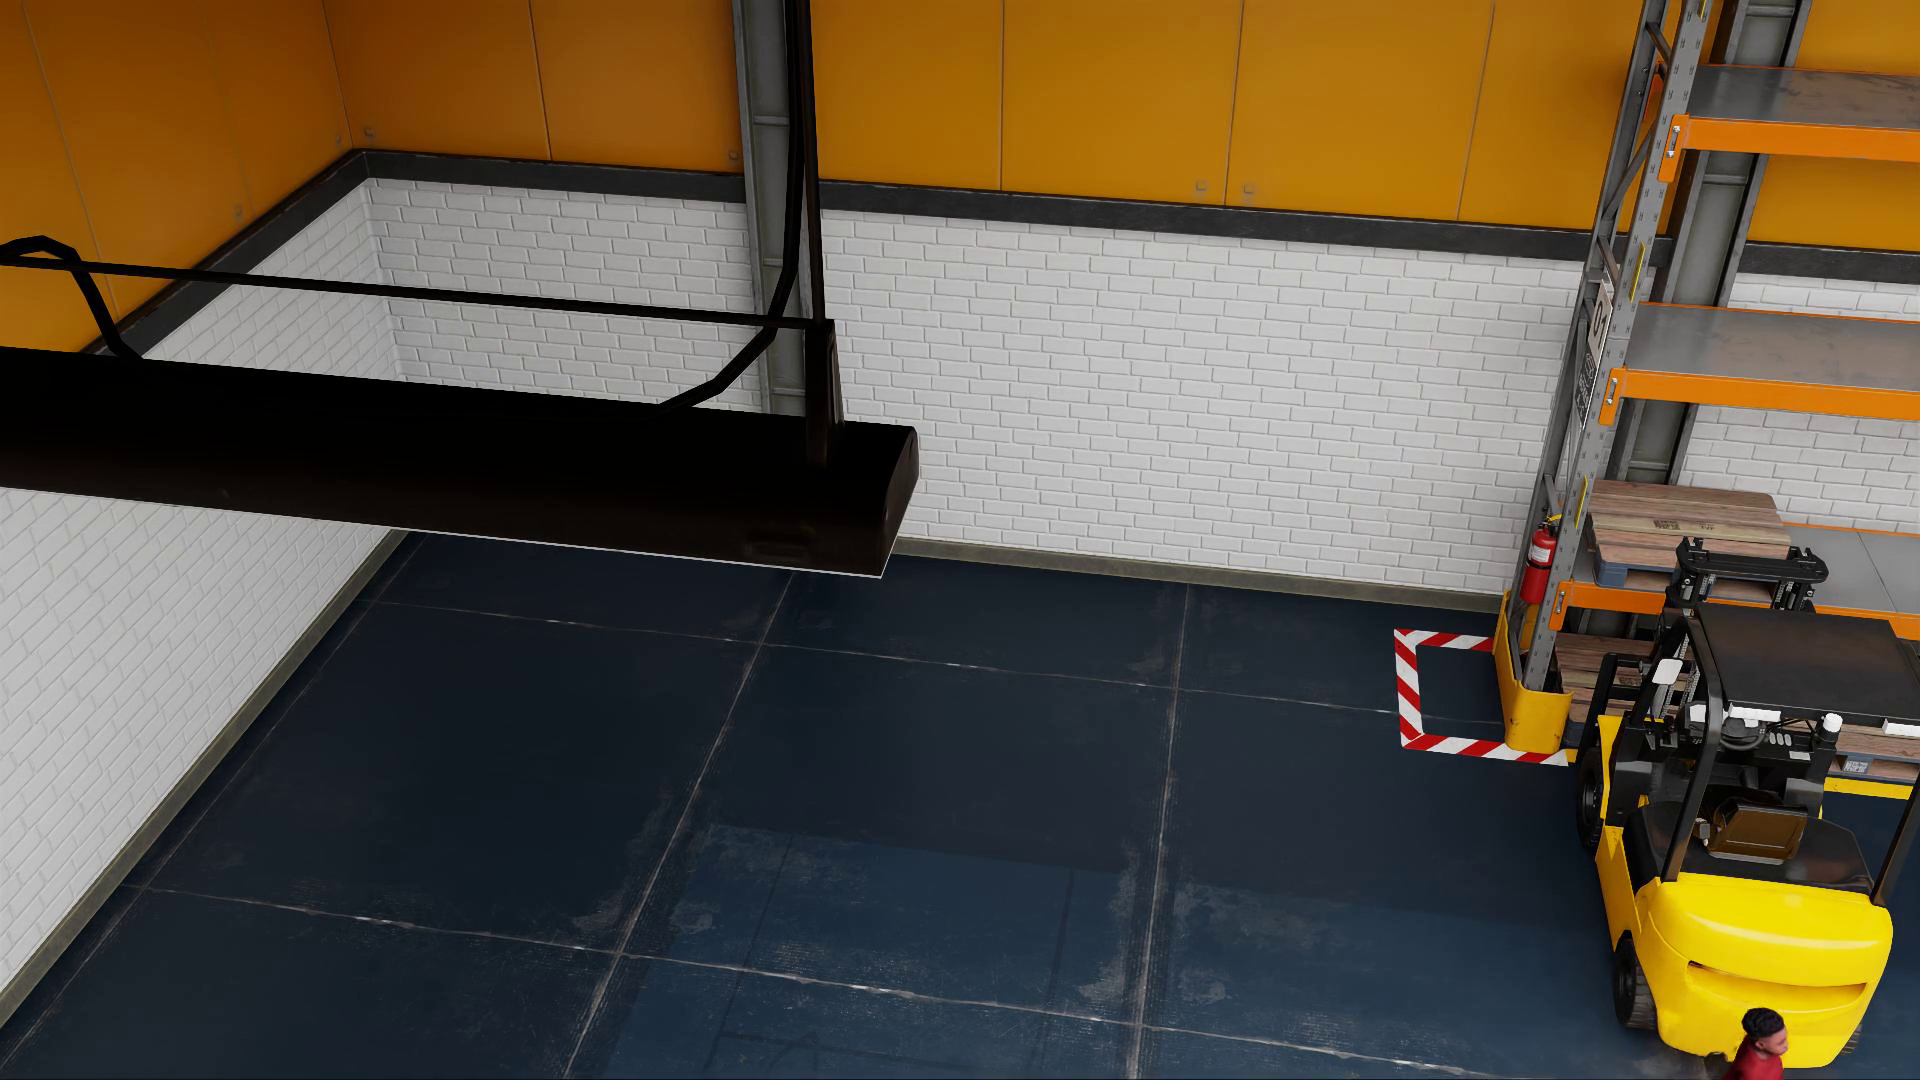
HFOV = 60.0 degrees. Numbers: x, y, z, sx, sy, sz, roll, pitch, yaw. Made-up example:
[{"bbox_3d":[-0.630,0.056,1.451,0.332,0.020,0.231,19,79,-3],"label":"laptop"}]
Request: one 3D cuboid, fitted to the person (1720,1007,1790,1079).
[{"bbox_3d":[3.669,2.694,8.011,0.950,1.228,0.741,21,39,28],"label":"person"}]
